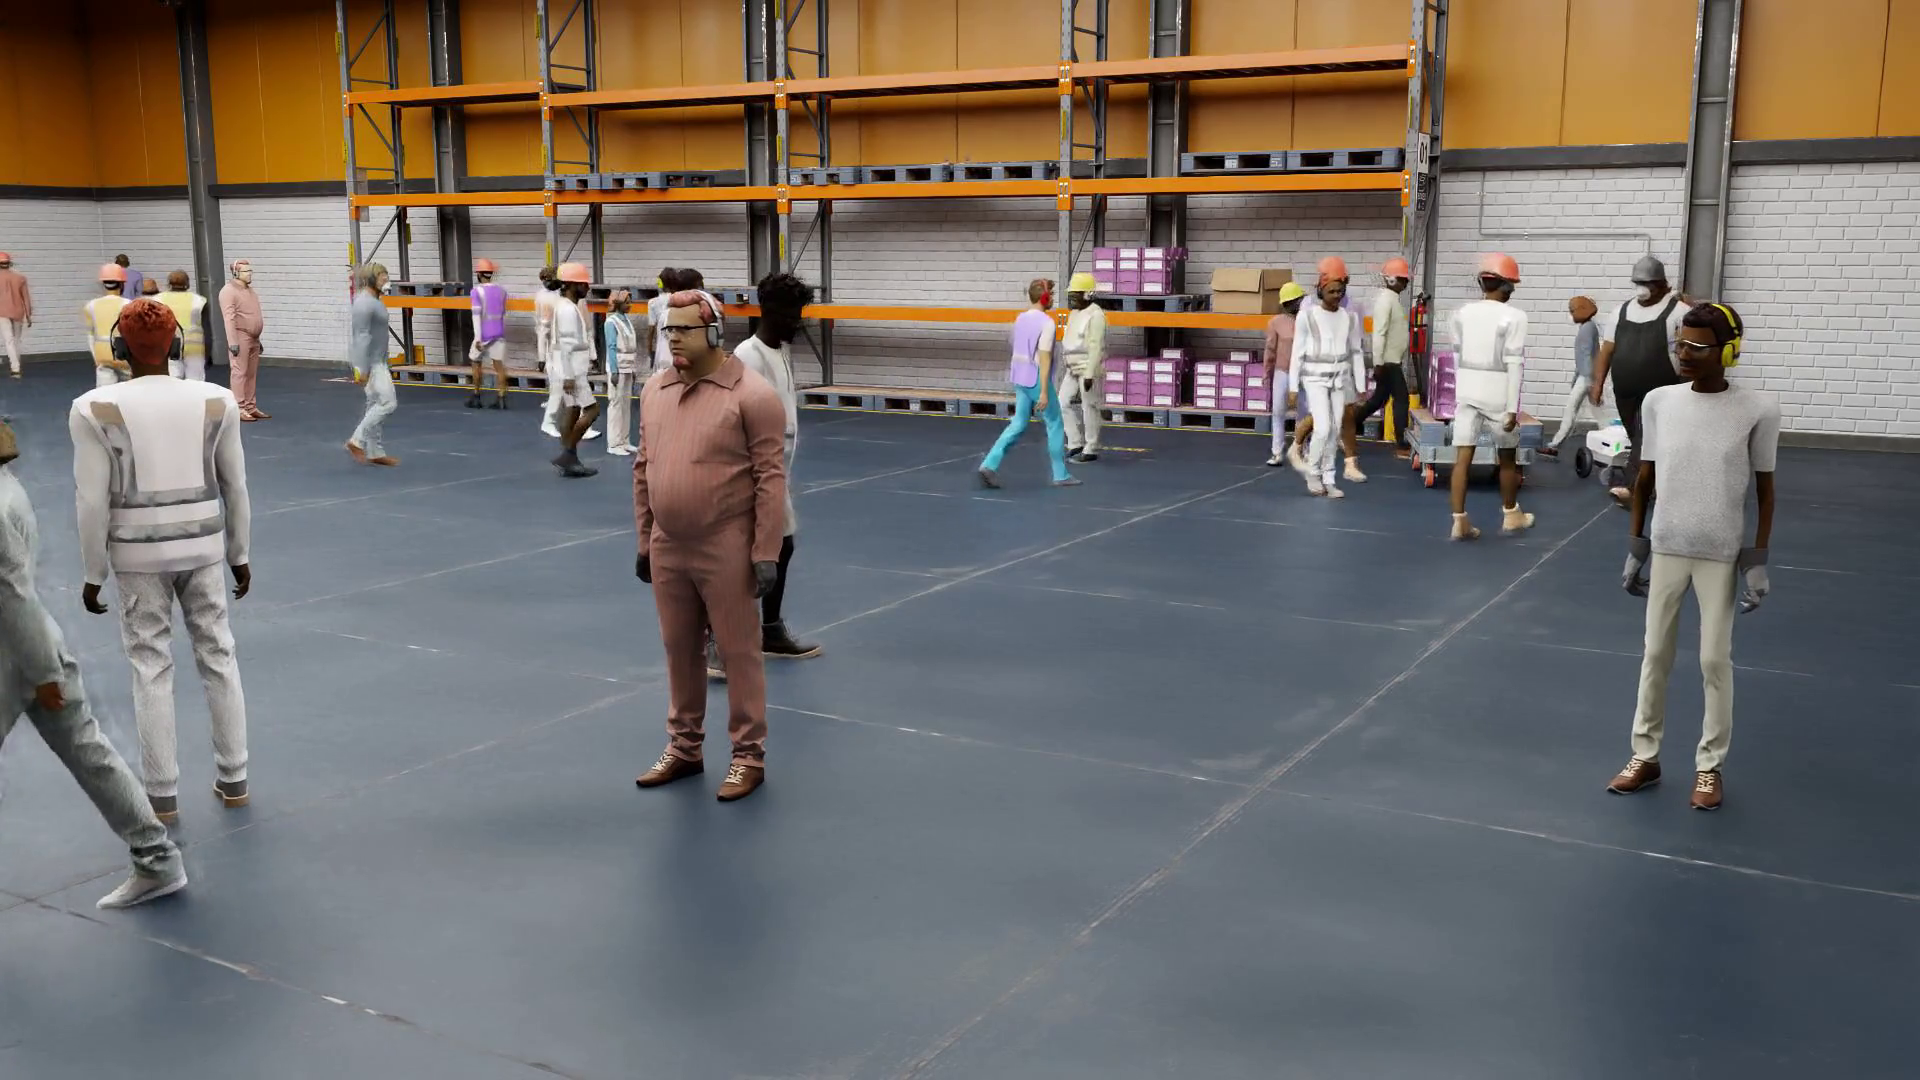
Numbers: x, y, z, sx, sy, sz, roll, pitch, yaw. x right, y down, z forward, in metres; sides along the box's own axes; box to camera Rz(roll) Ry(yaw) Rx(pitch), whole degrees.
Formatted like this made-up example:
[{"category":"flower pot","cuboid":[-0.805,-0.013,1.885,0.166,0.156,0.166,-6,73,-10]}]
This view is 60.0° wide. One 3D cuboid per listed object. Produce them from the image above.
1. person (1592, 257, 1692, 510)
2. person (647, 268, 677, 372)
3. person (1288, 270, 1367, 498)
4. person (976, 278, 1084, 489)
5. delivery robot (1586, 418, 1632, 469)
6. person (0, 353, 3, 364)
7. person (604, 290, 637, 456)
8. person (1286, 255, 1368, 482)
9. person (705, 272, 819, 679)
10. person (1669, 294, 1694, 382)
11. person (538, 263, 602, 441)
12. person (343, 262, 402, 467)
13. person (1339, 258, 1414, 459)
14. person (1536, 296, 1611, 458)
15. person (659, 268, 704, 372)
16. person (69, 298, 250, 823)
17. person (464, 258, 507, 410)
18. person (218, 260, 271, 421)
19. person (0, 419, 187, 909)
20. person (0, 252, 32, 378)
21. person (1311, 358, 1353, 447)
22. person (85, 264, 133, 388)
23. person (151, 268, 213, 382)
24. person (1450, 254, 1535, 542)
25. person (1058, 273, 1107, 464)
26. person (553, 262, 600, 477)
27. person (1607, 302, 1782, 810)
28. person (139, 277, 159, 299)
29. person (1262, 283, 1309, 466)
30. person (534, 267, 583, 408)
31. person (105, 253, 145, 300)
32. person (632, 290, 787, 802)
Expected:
[{"category":"person","cuboid":[5.394,-1.277,13.223,1.030,2.000,0.703,-9,13,-40]},{"category":"person","cuboid":[-3.077,-1.982,17.799,0.546,1.830,0.865,-3,10,-15]},{"category":"person","cuboid":[3.020,-1.258,13.590,0.698,1.870,0.439,-4,11,-20]},{"category":"person","cuboid":[0.592,-1.323,14.172,0.944,1.809,0.575,-5,11,-28]},{"category":"delivery robot","cuboid":[5.782,-0.823,14.596,0.477,0.478,0.707,0,10,-1]},{"category":"person","cuboid":[-11.432,-2.152,19.381,0.676,1.605,0.527,2,10,13]},{"category":"person","cuboid":[-3.365,-1.661,16.548,0.321,1.640,0.534,2,10,8]},{"category":"person","cuboid":[3.258,-1.523,14.754,0.634,1.994,0.748,-2,10,-11]},{"category":"person","cuboid":[-1.014,-0.313,8.066,0.583,1.940,0.832,2,10,12]},{"category":"person","cuboid":[7.056,-1.575,16.079,0.547,1.615,0.537,0,10,-3]},{"category":"person","cuboid":[-4.216,-2.009,17.830,0.976,1.883,0.604,6,12,32]},{"category":"person","cuboid":[-5.443,-1.613,15.471,0.436,1.927,0.643,-2,10,-11]},{"category":"person","cuboid":[4.133,-1.779,16.297,0.945,1.963,0.623,5,11,24]},{"category":"person","cuboid":[5.971,-1.552,16.033,0.816,1.582,0.515,6,12,29]},{"category":"person","cuboid":[-2.007,-1.086,12.553,0.675,1.896,0.587,-2,10,-10]},{"category":"person","cuboid":[-2.859,0.076,6.008,0.582,1.882,0.338,-9,13,-40]},{"category":"person","cuboid":[-6.059,-2.612,21.158,0.859,1.901,0.563,8,13,38]},{"category":"person","cuboid":[-8.495,-2.370,19.794,0.407,1.910,0.640,1,10,4]},{"category":"person","cuboid":[-2.892,0.353,5.017,0.979,1.681,0.467,-4,11,-21]},{"category":"person","cuboid":[-15.155,-3.567,26.404,0.919,1.958,0.640,9,14,42]},{"category":"person","cuboid":[3.838,-1.812,17.223,0.533,1.699,0.318,3,11,18]},{"category":"person","cuboid":[-8.334,-1.787,16.534,0.565,1.884,0.998,-1,10,-4]},{"category":"person","cuboid":[-8.581,-2.071,18.340,0.638,1.829,0.591,-3,10,-16]},{"category":"person","cuboid":[3.783,-1.006,11.773,0.945,2.000,0.618,-9,14,-42]},{"category":"person","cuboid":[1.120,-1.611,15.745,0.515,1.815,0.625,-4,11,-22]},{"category":"person","cuboid":[-3.417,-1.505,14.846,0.405,1.922,0.578,-2,10,-10]},{"category":"person","cuboid":[2.718,0.062,6.143,0.516,1.865,0.325,9,13,40]},{"category":"person","cuboid":[-11.821,-3.044,24.417,0.509,1.617,0.609,-7,12,-35]},{"category":"person","cuboid":[3.144,-1.555,15.677,0.562,1.723,0.611,1,10,8]},{"category":"person","cuboid":[-5.054,-2.578,21.280,0.744,1.811,0.433,-1,10,-4]},{"category":"person","cuboid":[-14.890,-4.134,29.692,0.632,1.938,0.359,-5,11,-25]},{"category":"person","cuboid":[-0.970,0.022,6.249,0.655,1.906,0.407,5,11,27]}]
